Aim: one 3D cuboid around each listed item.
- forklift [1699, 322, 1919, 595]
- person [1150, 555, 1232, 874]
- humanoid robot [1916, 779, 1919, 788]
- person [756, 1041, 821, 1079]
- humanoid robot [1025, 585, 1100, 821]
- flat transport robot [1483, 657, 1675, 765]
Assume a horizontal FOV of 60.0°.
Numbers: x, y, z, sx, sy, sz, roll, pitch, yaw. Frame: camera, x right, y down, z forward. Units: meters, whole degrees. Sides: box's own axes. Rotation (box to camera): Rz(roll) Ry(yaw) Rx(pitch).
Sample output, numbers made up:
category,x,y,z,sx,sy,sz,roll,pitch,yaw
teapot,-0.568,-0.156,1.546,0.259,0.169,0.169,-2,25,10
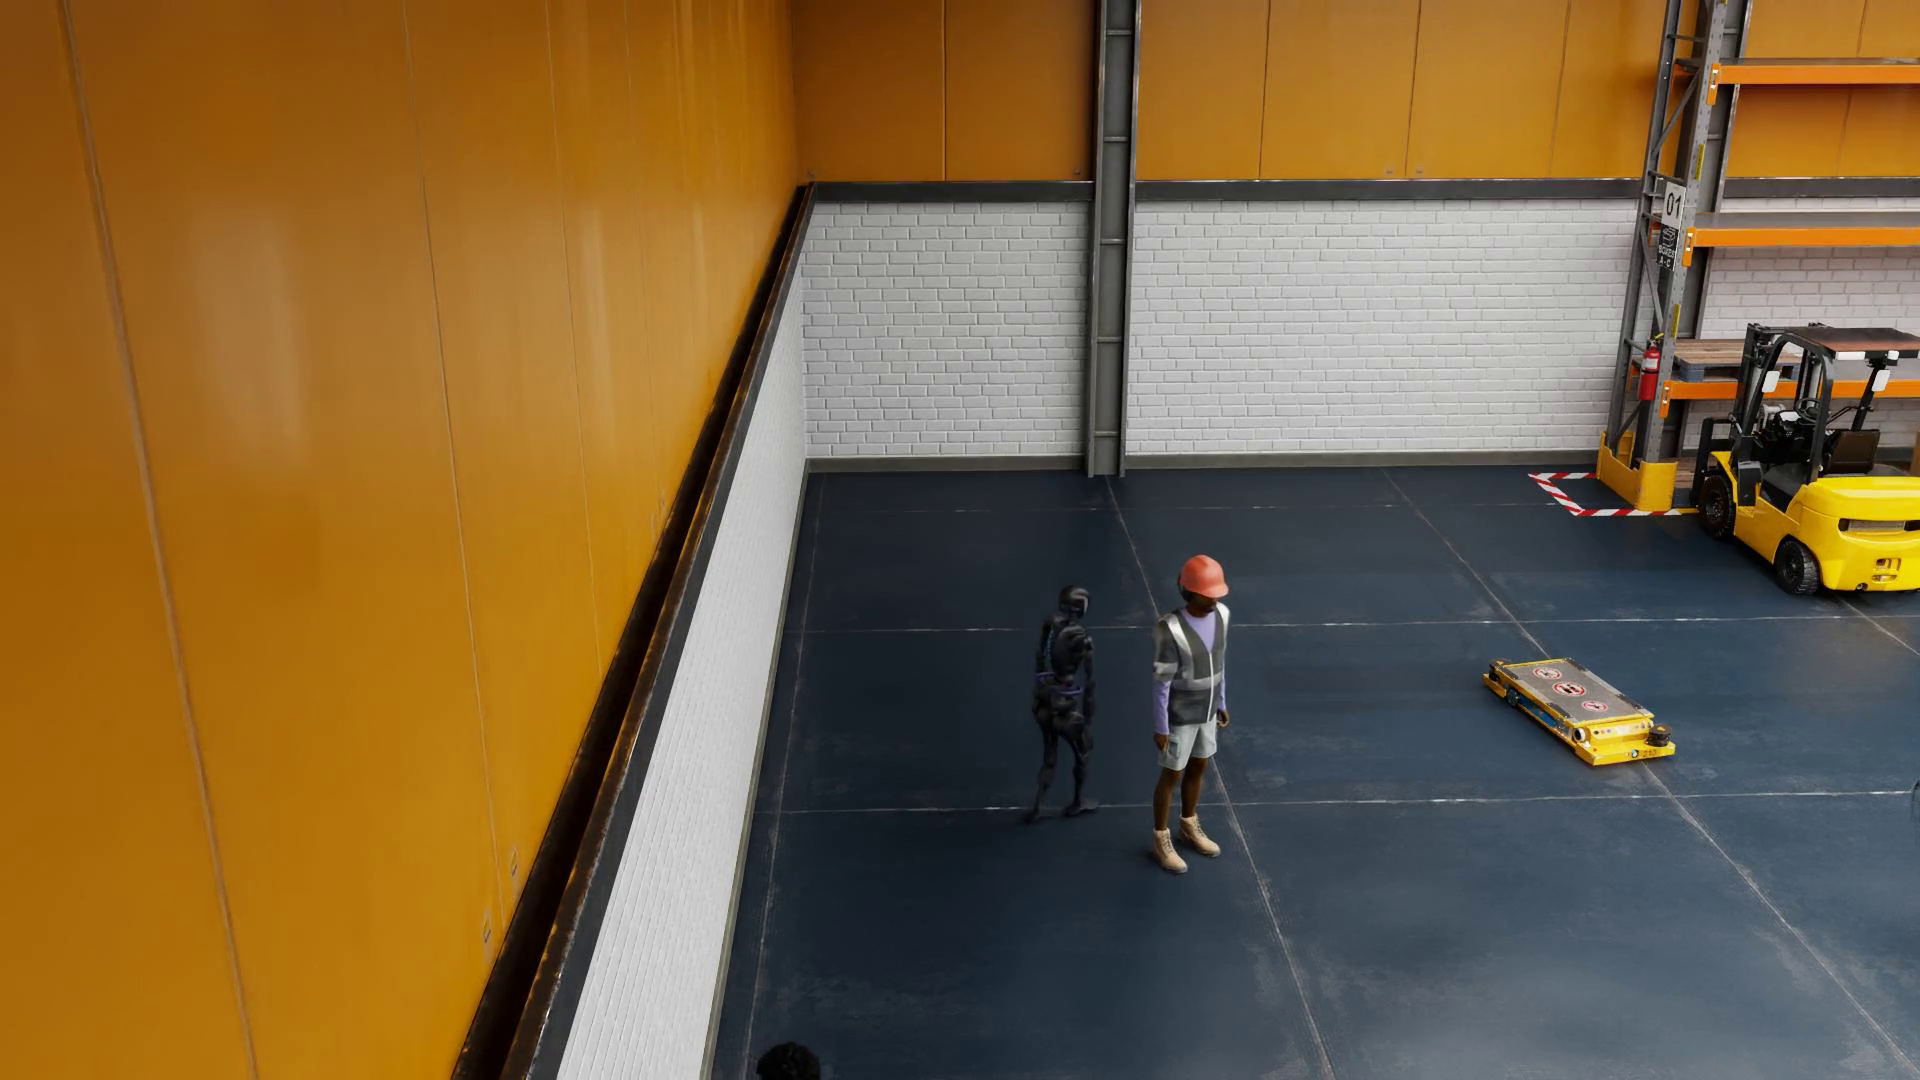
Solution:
category,x,y,z,sx,sy,sz,roll,pitch,yaw
forklift,7.809,-0.792,14.926,1.214,2.155,2.313,-1,20,-2
person,1.435,1.048,10.154,0.613,2.040,0.389,-16,26,-36
humanoid robot,5.980,1.407,9.754,0.590,1.644,0.681,10,22,25
person,-0.484,2.655,6.323,0.474,1.674,0.721,-8,22,-21
humanoid robot,0.660,1.058,10.709,0.505,1.653,0.612,-13,24,-31
flat transport robot,4.522,1.227,12.226,0.659,0.231,1.431,-5,21,-14
